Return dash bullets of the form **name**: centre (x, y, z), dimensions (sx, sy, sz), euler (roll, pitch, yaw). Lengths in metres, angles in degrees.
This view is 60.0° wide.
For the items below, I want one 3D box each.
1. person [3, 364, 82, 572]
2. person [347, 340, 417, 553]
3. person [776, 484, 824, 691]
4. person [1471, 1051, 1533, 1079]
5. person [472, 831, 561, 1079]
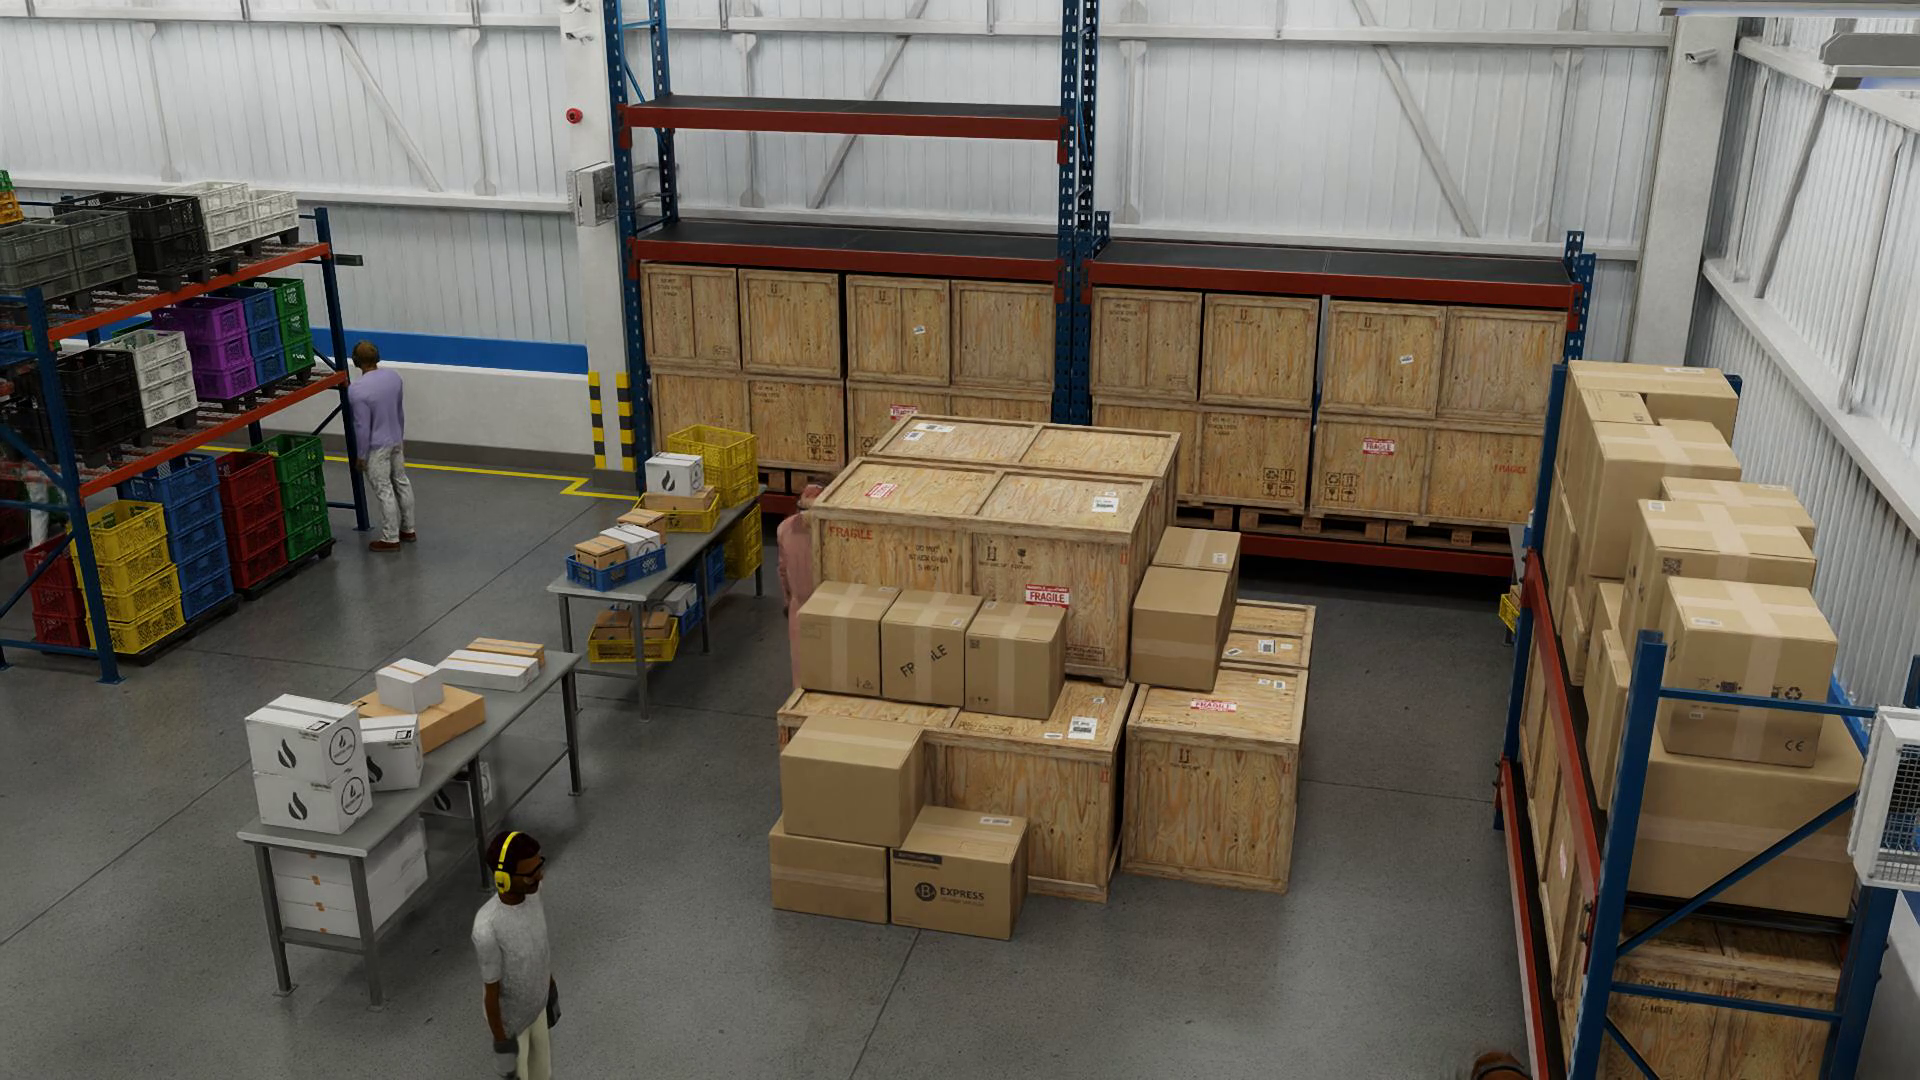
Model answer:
- **person**: centre (-7.943, -0.614, 14.456), dimensions (0.595, 1.832, 1.020), euler (-4, 21, -9)
- **person**: centre (-5.188, -0.839, 14.889), dimensions (0.376, 1.937, 0.629), euler (7, 22, 19)
- **person**: centre (-0.969, 0.456, 11.636), dimensions (0.656, 1.847, 1.049), euler (5, 21, 13)
- **person**: centre (1.916, 2.627, 5.981), dimensions (0.667, 1.823, 0.529), euler (-18, 27, -38)
- **person**: centre (-1.911, 2.101, 7.310), dimensions (0.327, 1.862, 0.500), euler (6, 22, 15)
